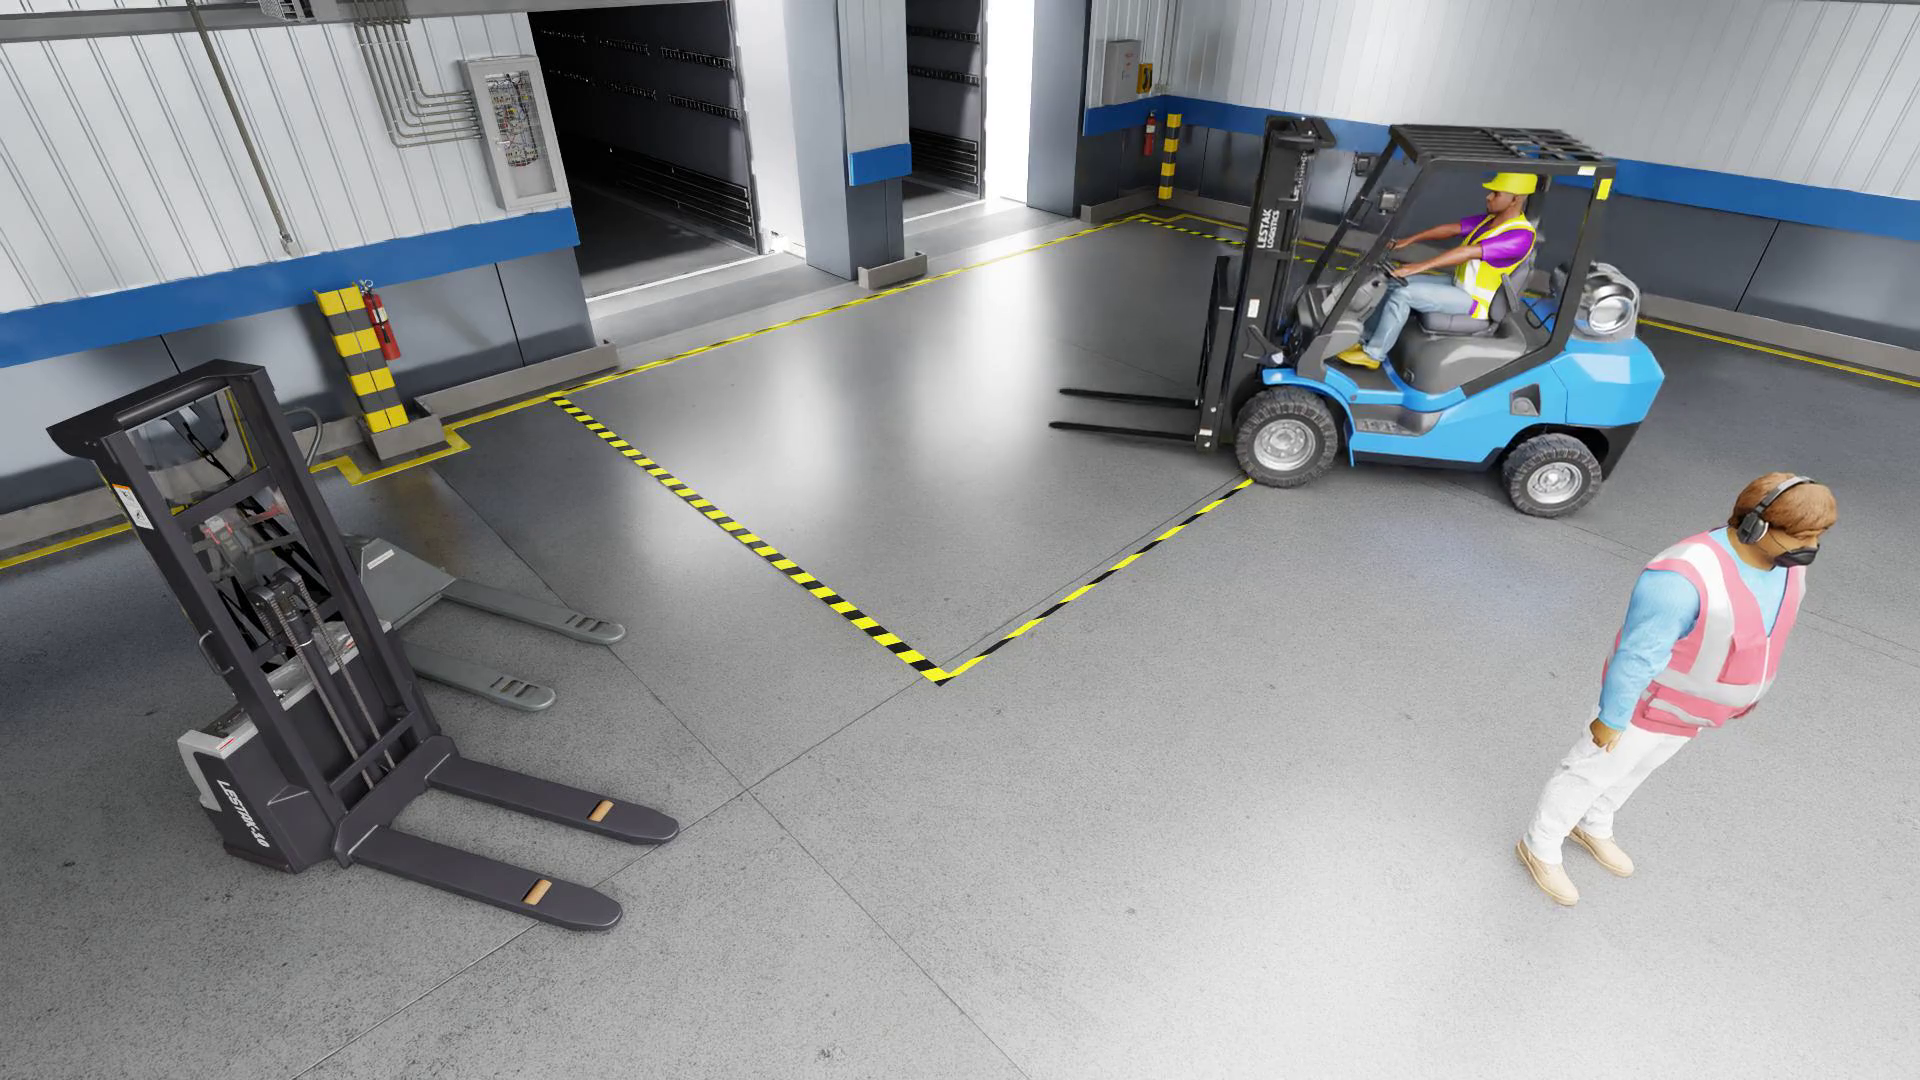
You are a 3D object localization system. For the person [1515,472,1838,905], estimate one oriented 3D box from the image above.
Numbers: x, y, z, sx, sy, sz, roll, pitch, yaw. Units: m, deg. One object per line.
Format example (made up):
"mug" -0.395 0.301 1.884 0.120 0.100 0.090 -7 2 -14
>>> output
"person" 2.526 0.571 3.271 0.626 1.842 0.430 -12 36 -17

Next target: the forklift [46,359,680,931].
"forklift" -2.135 0.422 3.354 1.885 1.965 0.823 10 35 14

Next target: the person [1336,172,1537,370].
"person" 2.999 -1.733 5.874 1.004 1.294 0.635 7 35 10

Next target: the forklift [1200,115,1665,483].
"forklift" 3.056 -1.567 5.963 2.680 2.036 1.157 7 35 10

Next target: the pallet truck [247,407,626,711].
"pallet truck" -2.628 0.038 4.590 1.601 1.201 0.680 12 36 18
